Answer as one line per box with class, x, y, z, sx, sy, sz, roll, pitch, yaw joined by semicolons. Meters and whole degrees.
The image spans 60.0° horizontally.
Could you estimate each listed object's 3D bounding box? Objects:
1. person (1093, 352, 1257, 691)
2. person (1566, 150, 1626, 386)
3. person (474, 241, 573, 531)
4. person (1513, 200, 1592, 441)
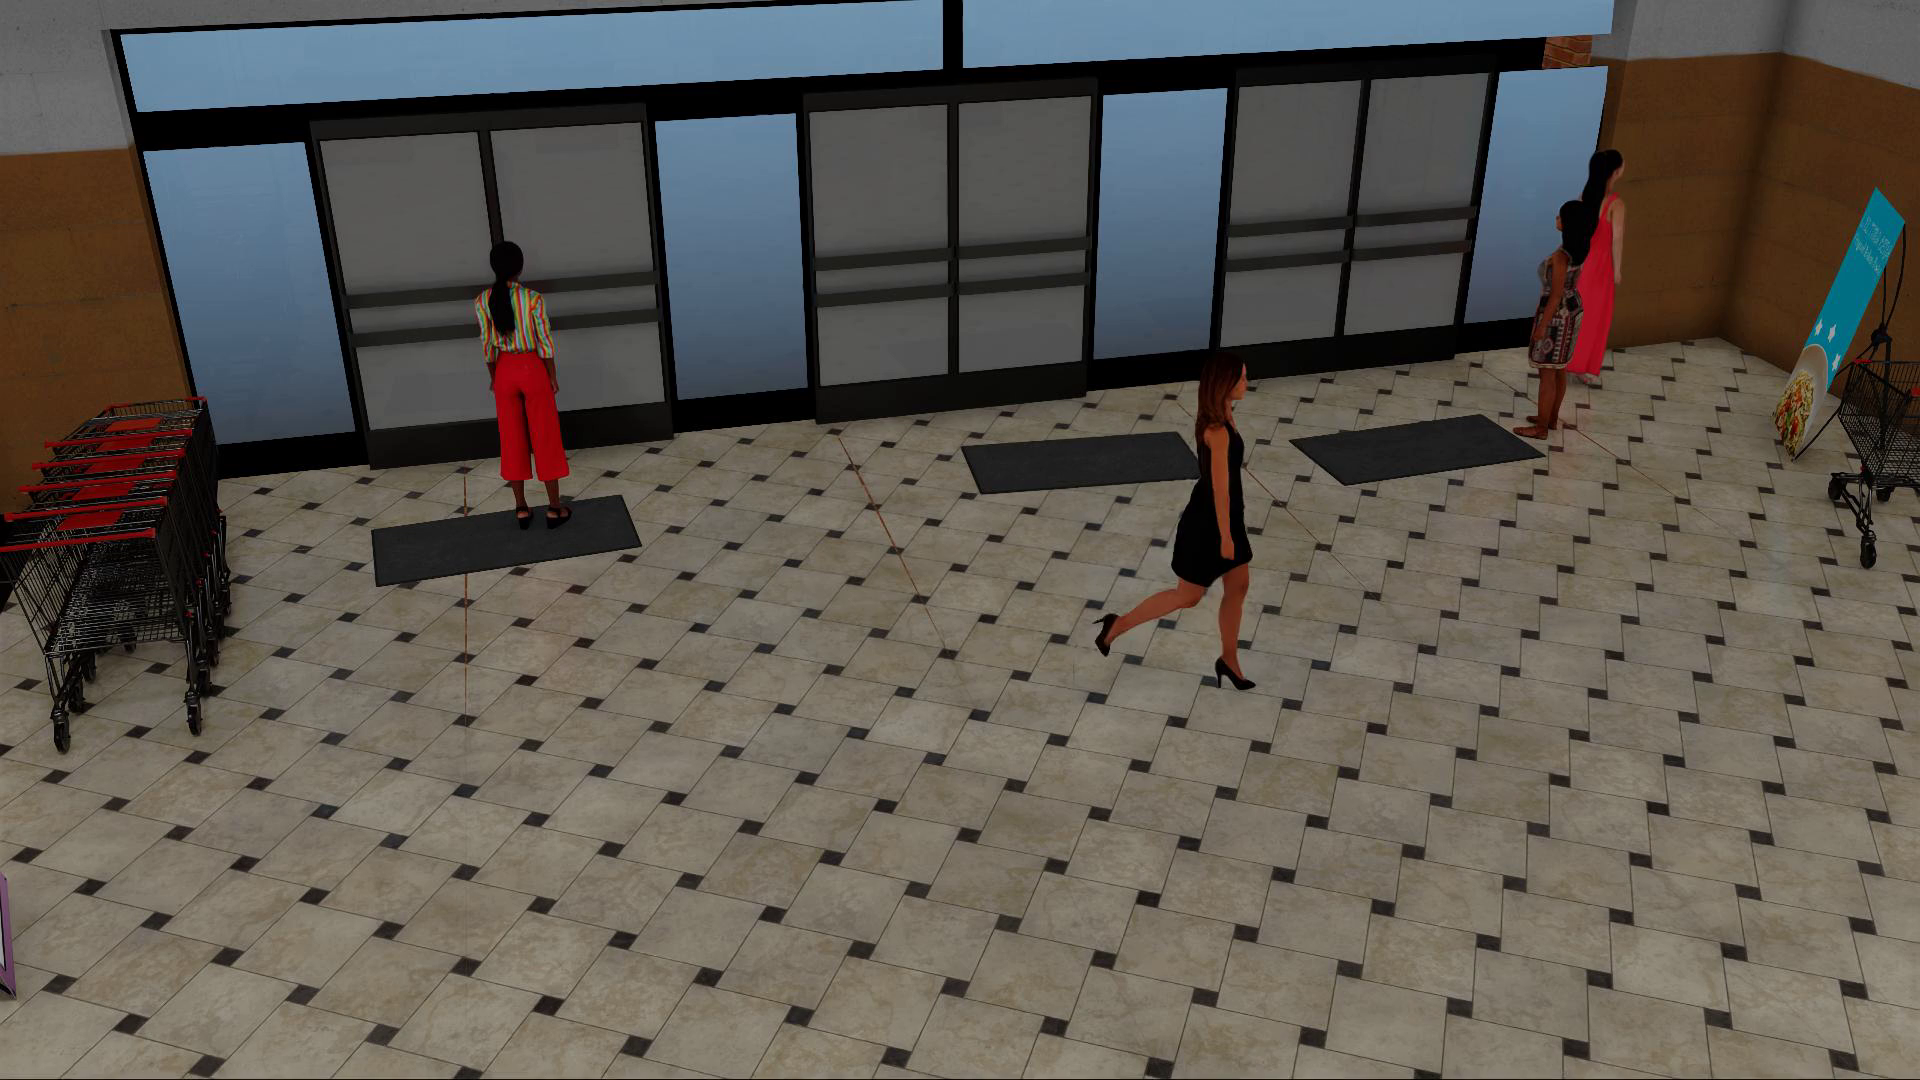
person;1.146;-0.029;8.164;0.956;1.809;1.091;5;27;9
person;4.593;-1.967;12.080;0.695;1.724;0.544;-12;29;-22
person;-2.607;-0.909;9.917;0.652;1.793;0.619;1;27;1
person;4.035;-1.486;11.219;0.739;1.645;0.723;20;33;34
